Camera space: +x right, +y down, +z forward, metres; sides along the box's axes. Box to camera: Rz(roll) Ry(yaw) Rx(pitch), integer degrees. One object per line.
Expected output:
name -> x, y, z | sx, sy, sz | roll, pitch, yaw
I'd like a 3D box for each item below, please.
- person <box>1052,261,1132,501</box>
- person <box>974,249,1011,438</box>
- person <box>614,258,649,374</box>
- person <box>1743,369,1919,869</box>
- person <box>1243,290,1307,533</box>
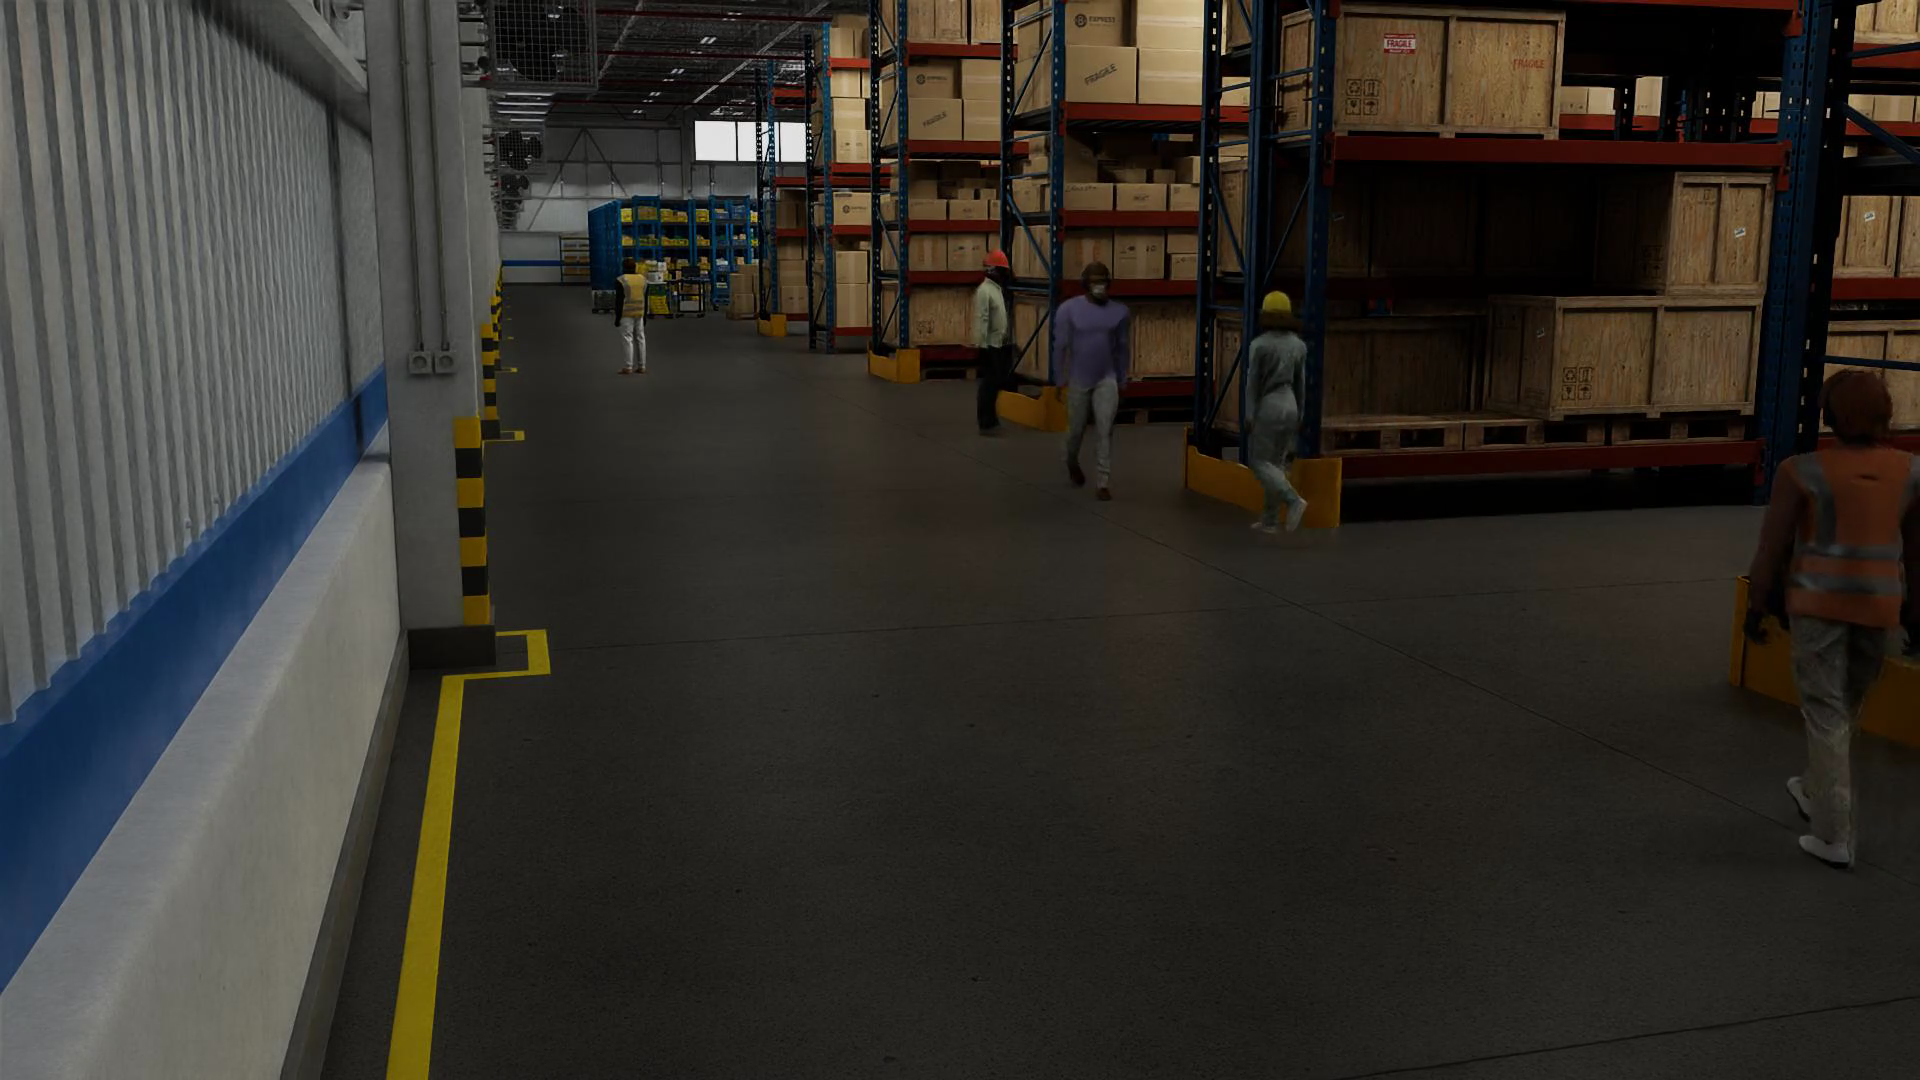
person -> 1.047, -1.298, 13.472 | 0.663, 1.918, 0.681 | -1, 10, -8
person -> 0.341, -2.091, 17.728 | 0.398, 1.992, 0.631 | 2, 10, 13
person -> -5.234, -3.548, 26.403 | 0.429, 1.842, 0.636 | 8, 13, 39
person -> 2.908, 0.233, 5.618 | 0.541, 1.606, 0.758 | 0, 10, 1
person -> 2.229, -0.868, 11.559 | 0.490, 1.719, 0.568 | -6, 12, -31
